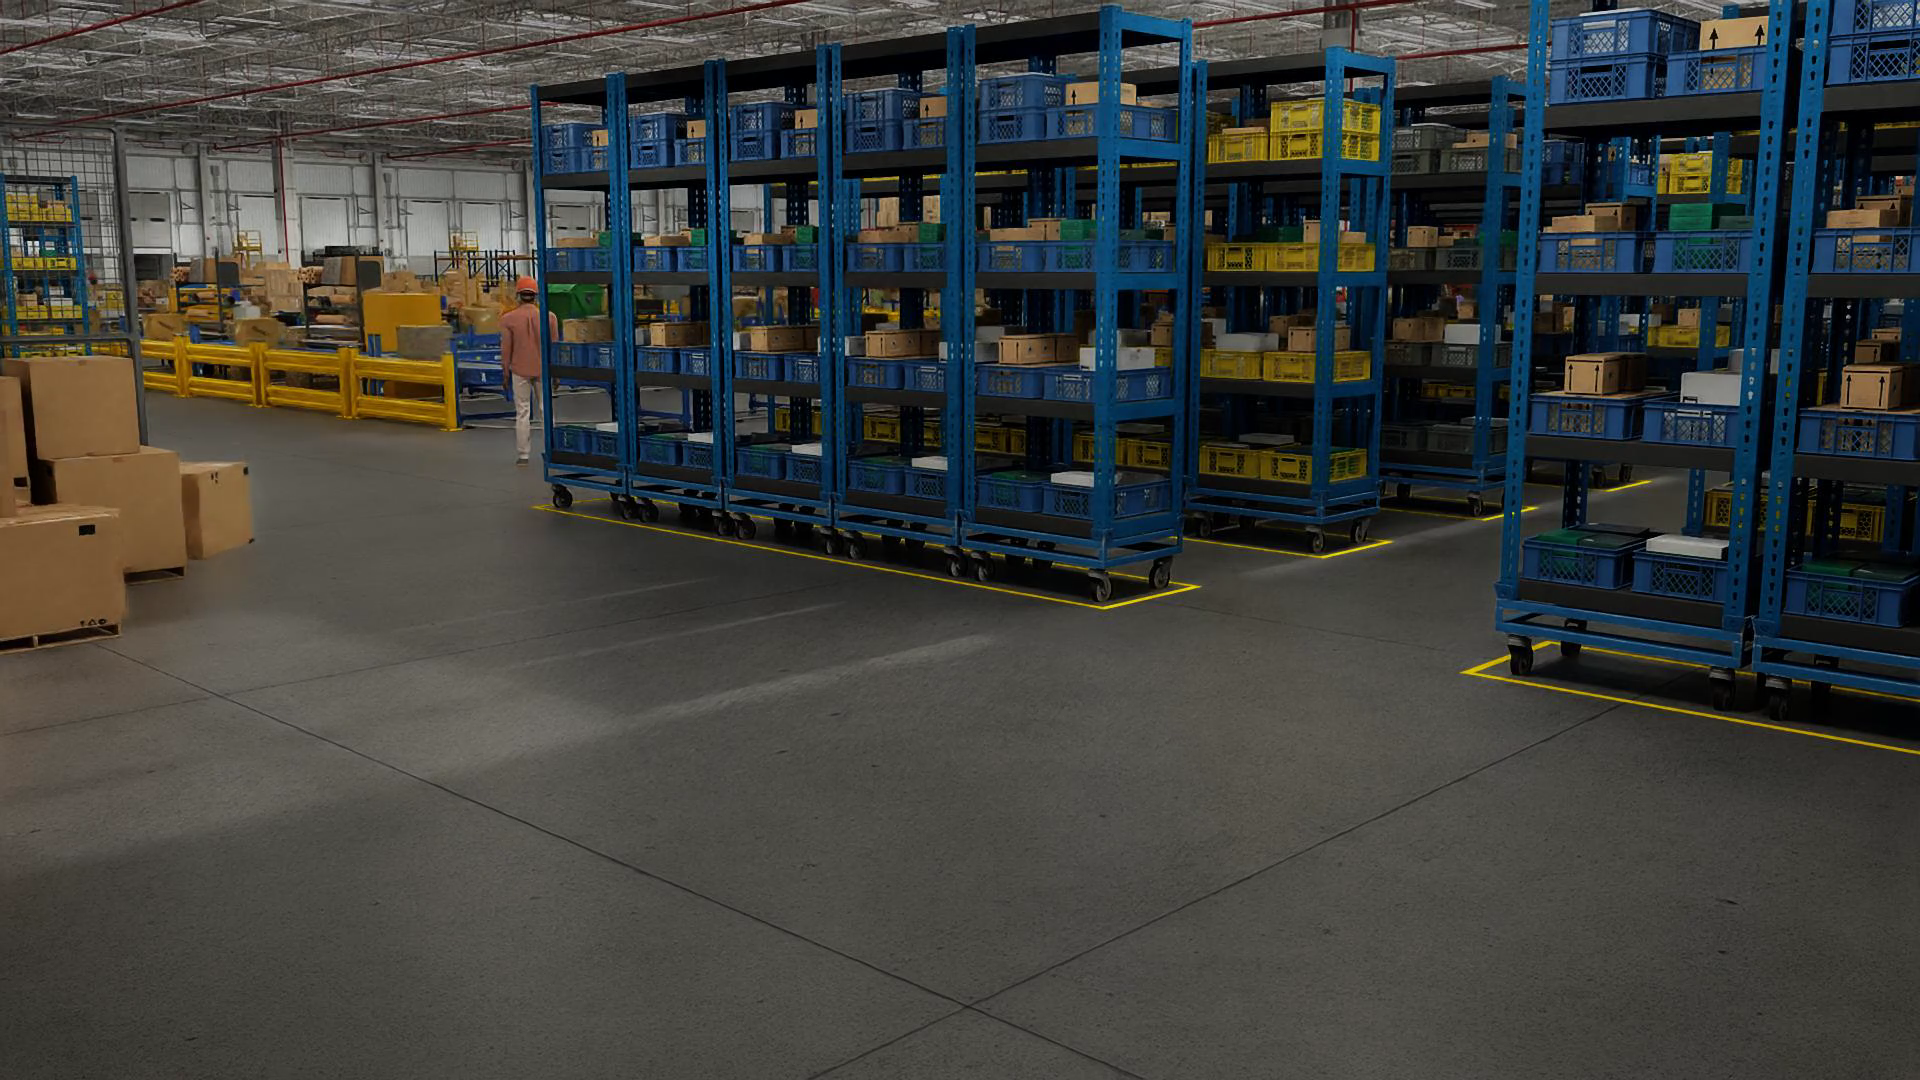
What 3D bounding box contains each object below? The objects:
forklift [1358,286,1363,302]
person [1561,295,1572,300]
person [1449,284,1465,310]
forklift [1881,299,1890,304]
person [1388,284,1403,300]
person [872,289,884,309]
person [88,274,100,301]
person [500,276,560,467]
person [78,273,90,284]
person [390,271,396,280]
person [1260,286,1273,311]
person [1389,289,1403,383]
[{"bbox_3d":[11.100,-7.017,46.970,1.873,2.768,1.129,9,13,43],"label":"forklift"},{"bbox_3d":[12.536,-4.431,34.334,0.603,1.824,0.404,-7,12,-37],"label":"person"},{"bbox_3d":[9.209,-3.862,30.807,0.389,1.838,0.564,4,10,23],"label":"person"},{"bbox_3d":[21.908,-5.850,39.810,1.873,2.768,1.129,-1,9,-8],"label":"forklift"},{"bbox_3d":[11.183,-5.828,42.574,0.548,1.934,0.619,-5,10,-28],"label":"person"},{"bbox_3d":[-2.775,-8.130,57.560,0.552,1.659,0.757,8,13,42],"label":"person"},{"bbox_3d":[-28.024,-7.669,53.987,1.004,1.884,0.567,-2,9,-10],"label":"person"},{"bbox_3d":[-4.485,-1.752,17.395,0.609,1.995,0.378,-4,10,-21],"label":"person"},{"bbox_3d":[-33.487,-9.287,63.574,0.809,1.995,0.707,-1,9,-6],"label":"person"},{"bbox_3d":[-29.927,-13.291,88.288,0.942,1.958,0.634,0,9,3],"label":"person"},{"bbox_3d":[8.117,-5.986,44.393,0.536,1.656,0.850,-1,9,-5],"label":"person"},{"bbox_3d":[5.532,-2.233,20.867,0.404,1.825,0.587,-3,10,-17],"label":"person"}]
